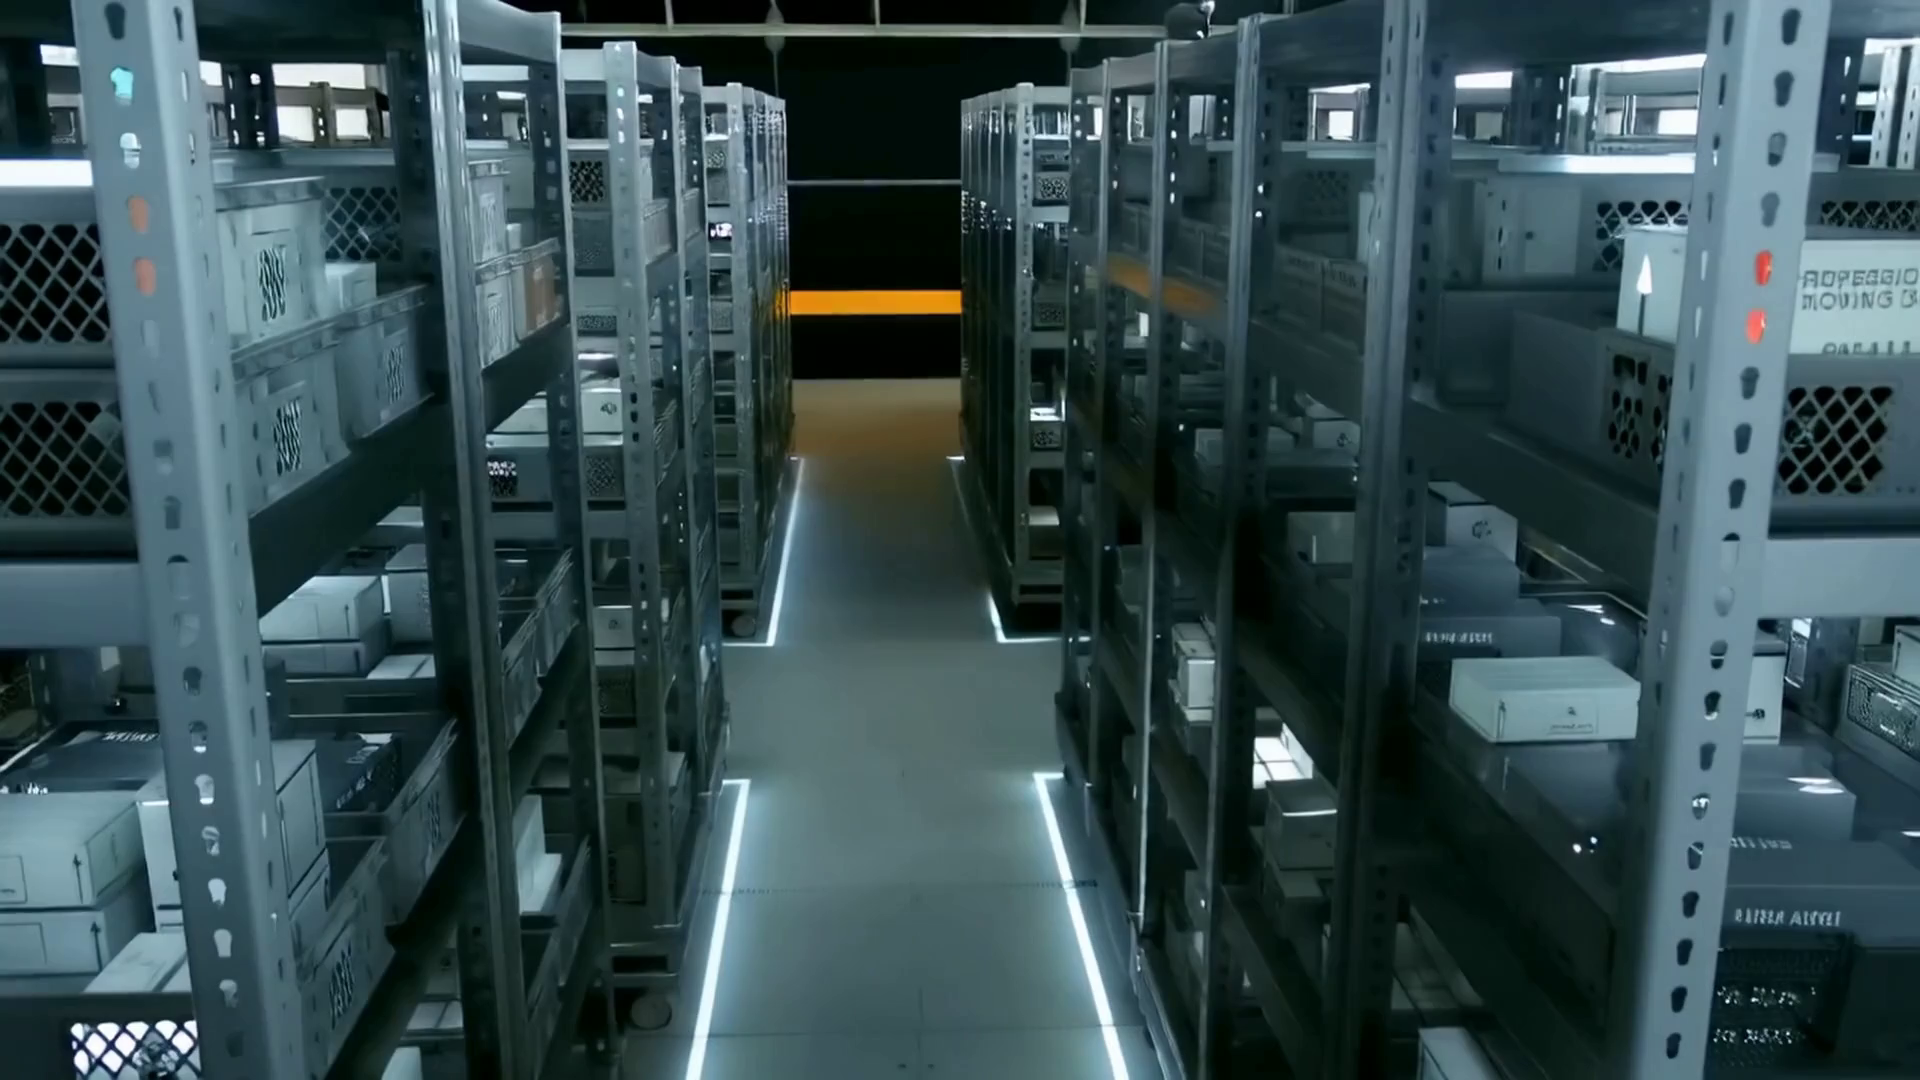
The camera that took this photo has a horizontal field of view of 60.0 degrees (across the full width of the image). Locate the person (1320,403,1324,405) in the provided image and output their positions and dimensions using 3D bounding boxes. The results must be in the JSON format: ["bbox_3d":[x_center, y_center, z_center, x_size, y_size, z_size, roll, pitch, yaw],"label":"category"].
[{"bbox_3d":[2.283,-0.096,10.405,0.710,1.812,0.599,-2,14,-8],"label":"person"}]
